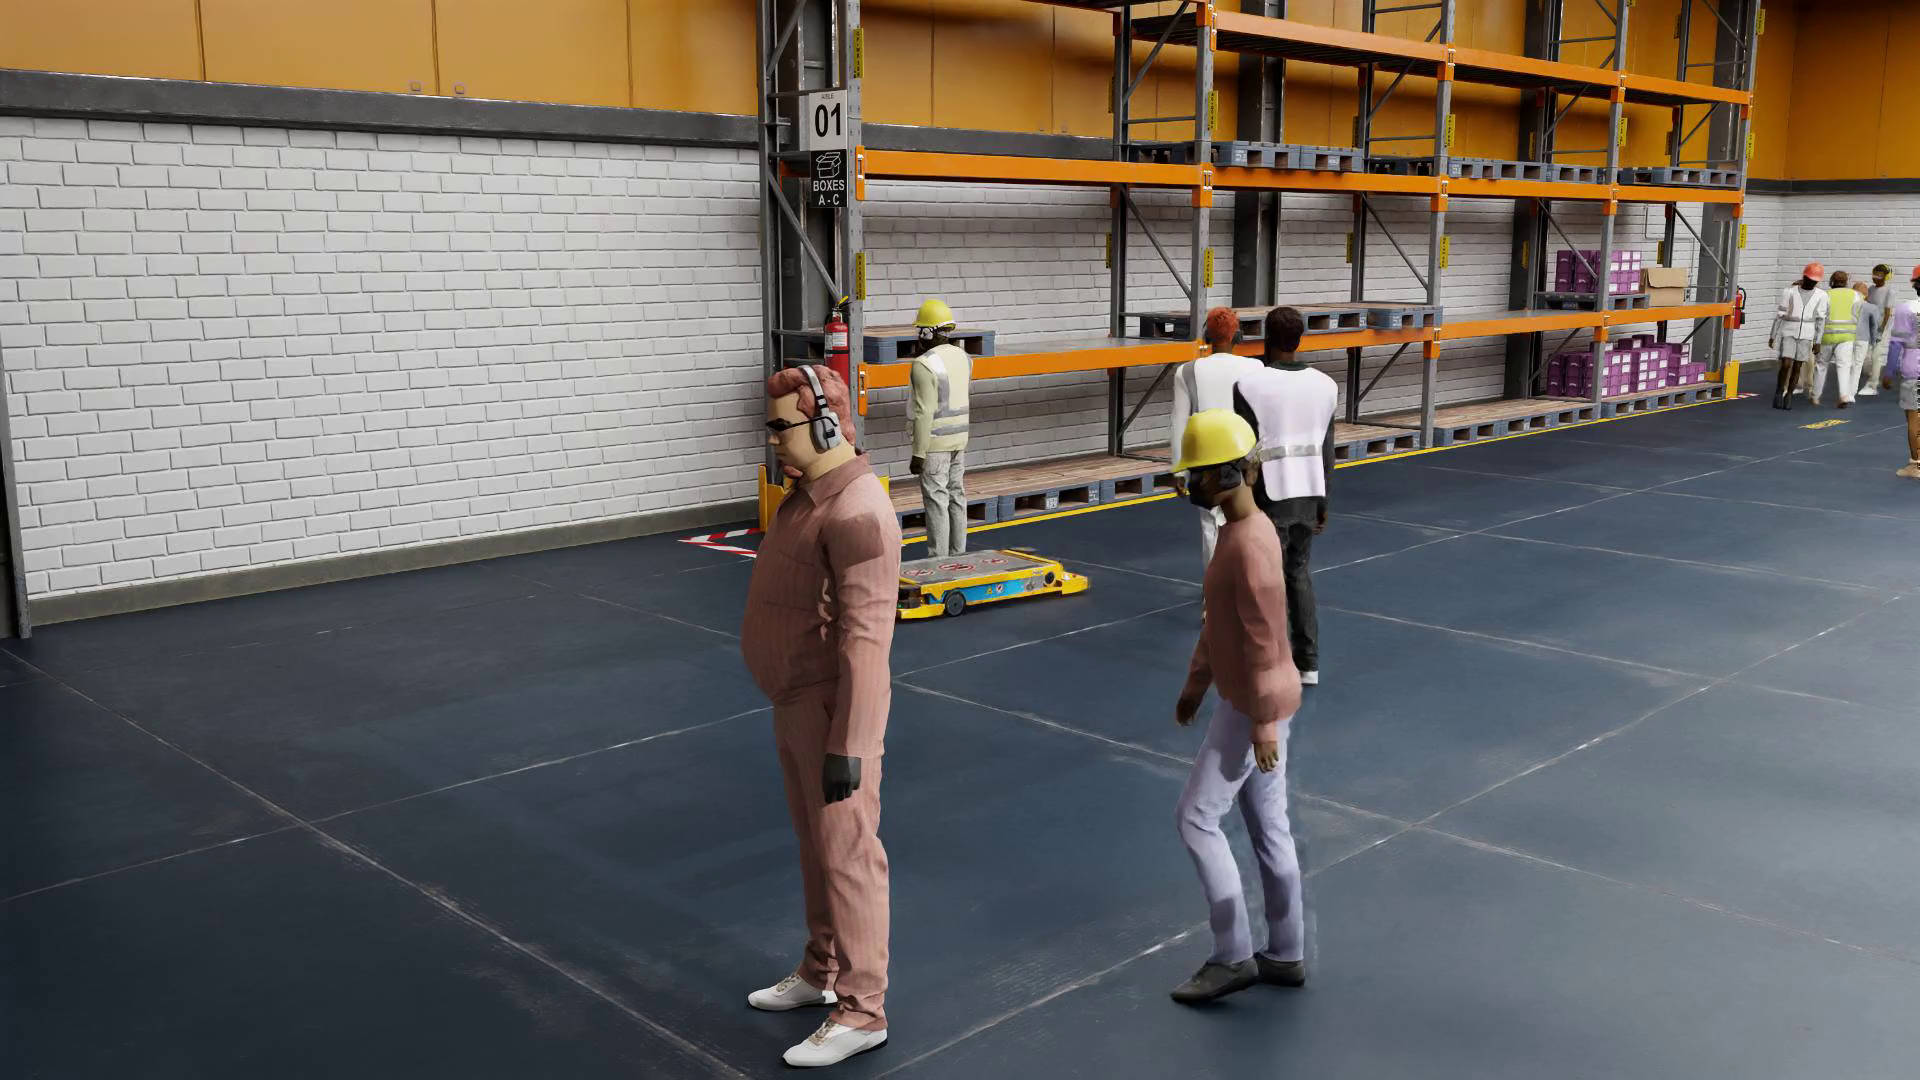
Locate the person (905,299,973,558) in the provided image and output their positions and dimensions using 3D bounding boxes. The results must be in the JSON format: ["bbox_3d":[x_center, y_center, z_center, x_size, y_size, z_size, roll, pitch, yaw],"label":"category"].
[{"bbox_3d":[-0.151,-0.627,10.730,0.404,1.834,0.591,6,12,30],"label":"person"}]

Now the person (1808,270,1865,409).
[{"bbox_3d":[11.450,-2.620,21.738,0.611,1.792,0.980,3,11,16],"label":"person"}]

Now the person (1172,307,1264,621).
[{"bbox_3d":[1.543,-0.449,9.804,0.586,1.832,1.026,4,11,23],"label":"person"}]

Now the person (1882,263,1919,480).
[{"bbox_3d":[8.818,-1.553,15.279,0.605,2.020,0.446,-1,10,-7],"label":"person"}]

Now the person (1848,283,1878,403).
[{"bbox_3d":[12.109,-2.666,22.485,0.497,1.592,0.857,7,13,34],"label":"person"}]

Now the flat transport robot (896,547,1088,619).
[{"bbox_3d":[0.037,0.248,10.220,1.431,0.197,0.652,-8,13,-36],"label":"flat transport robot"}]

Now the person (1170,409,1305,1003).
[{"bbox_3d":[0.806,0.488,4.901,0.548,1.738,0.542,2,11,10],"label":"person"}]

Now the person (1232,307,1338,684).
[{"bbox_3d":[1.598,-0.191,8.201,0.605,1.892,0.460,-5,12,-26],"label":"person"}]

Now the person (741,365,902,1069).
[{"bbox_3d":[-0.388,0.473,4.551,0.409,1.903,0.639,-4,11,-19],"label":"person"}]

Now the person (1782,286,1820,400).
[{"bbox_3d":[11.499,-2.690,22.701,0.557,1.568,0.919,3,11,16],"label":"person"}]

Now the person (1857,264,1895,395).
[{"bbox_3d":[12.807,-2.938,23.297,0.378,1.848,0.529,-3,11,-14],"label":"person"}]

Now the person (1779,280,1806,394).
[{"bbox_3d":[11.820,-2.861,23.466,0.372,1.616,0.565,-1,10,-8],"label":"person"}]

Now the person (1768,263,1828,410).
[{"bbox_3d":[10.730,-2.599,21.316,0.634,1.891,0.506,3,11,16],"label":"person"}]
